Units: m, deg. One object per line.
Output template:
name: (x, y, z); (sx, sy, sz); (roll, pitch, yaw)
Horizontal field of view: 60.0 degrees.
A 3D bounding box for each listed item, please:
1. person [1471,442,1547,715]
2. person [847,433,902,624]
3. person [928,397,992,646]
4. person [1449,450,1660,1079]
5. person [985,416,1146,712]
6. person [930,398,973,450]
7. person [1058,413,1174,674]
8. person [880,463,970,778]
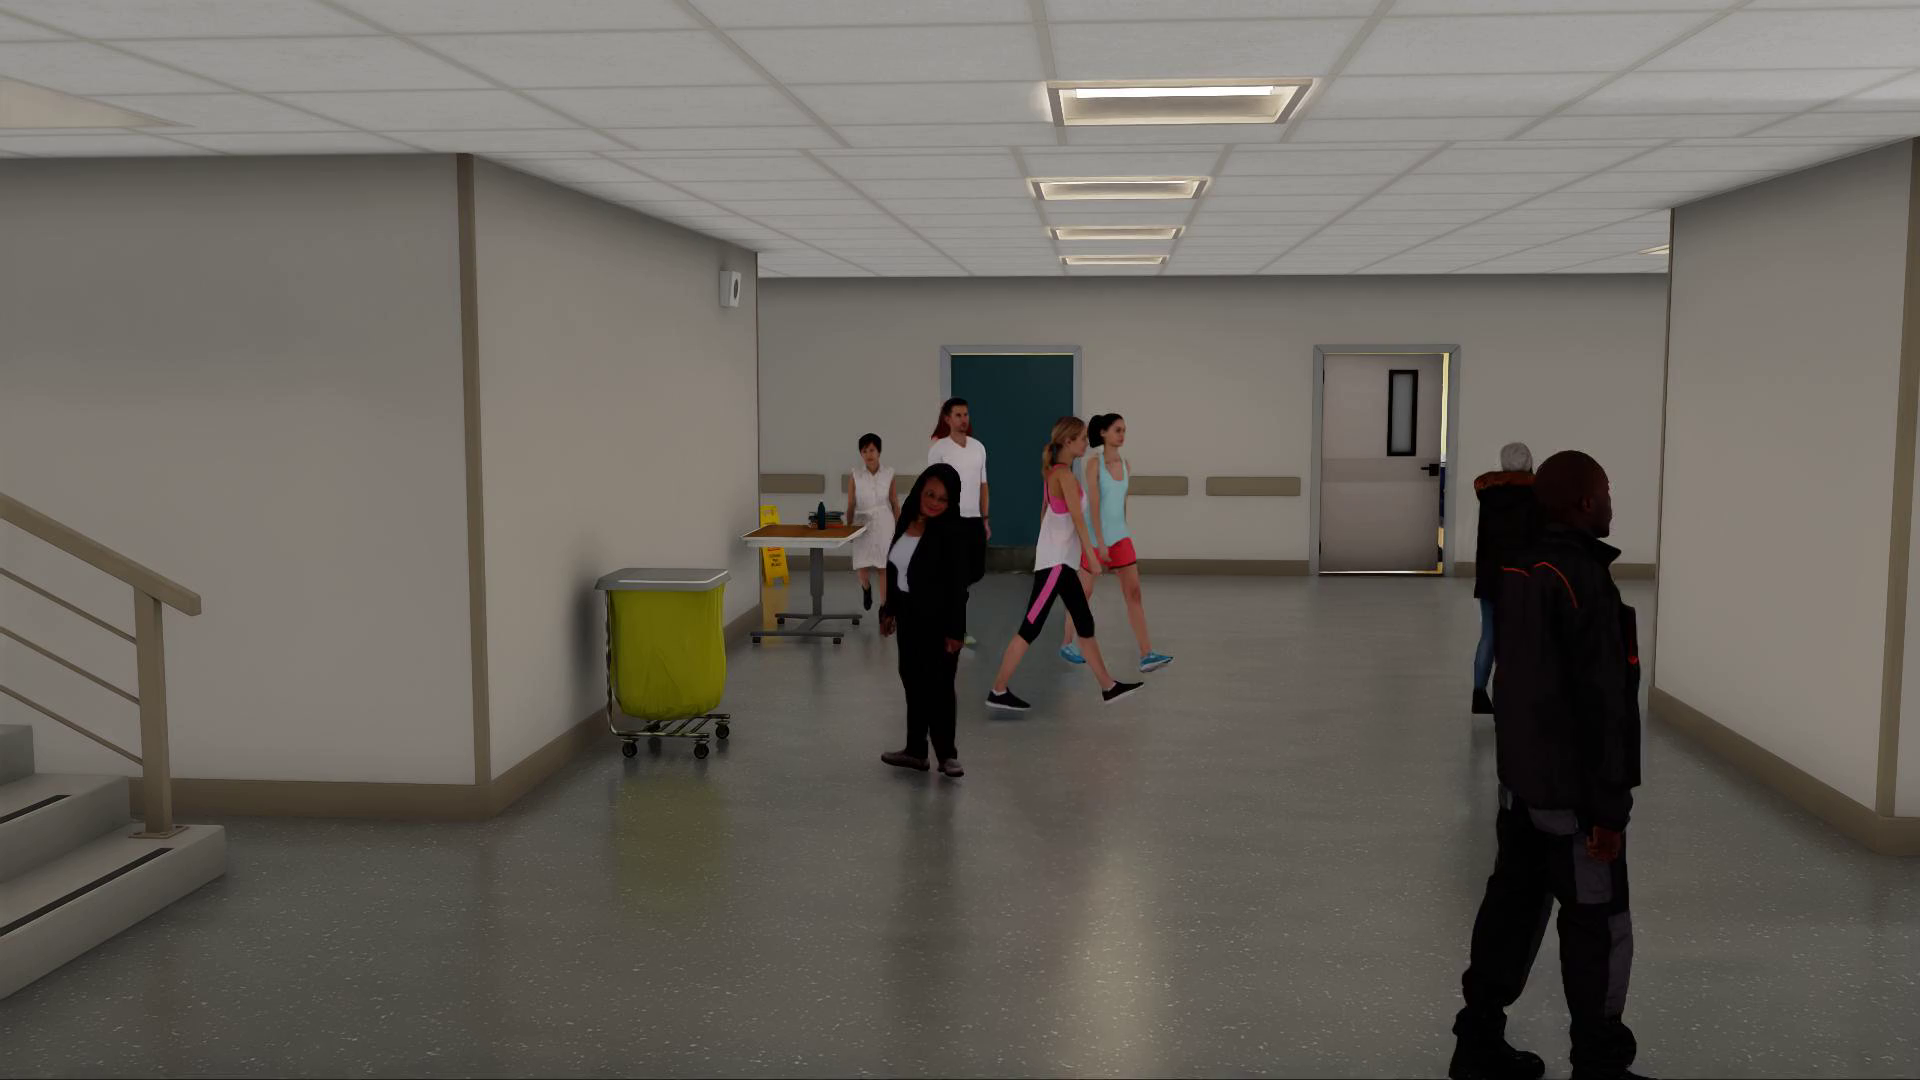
person: (3.162, 0.261, 9.700); (1.059, 1.593, 1.067); (5, 8, 43)
person: (-0.723, -0.088, 13.430); (0.753, 1.541, 0.772); (-1, 6, -14)
person: (-0.045, -0.150, 12.575); (0.997, 1.837, 1.034); (-4, 7, -33)
person: (1.633, 0.655, 4.632); (0.913, 1.824, 0.840); (-1, 6, -10)
person: (0.466, 0.193, 9.704); (1.208, 1.729, 0.713); (-1, 6, -5)
person: (-0.114, -0.240, 13.578); (0.806, 1.814, 0.851); (-3, 7, -28)
person: (0.905, 0.051, 11.203); (1.160, 1.711, 1.191); (-4, 7, -37)
person: (-0.161, 0.400, 8.353); (0.893, 1.586, 0.837); (-3, 6, -27)
